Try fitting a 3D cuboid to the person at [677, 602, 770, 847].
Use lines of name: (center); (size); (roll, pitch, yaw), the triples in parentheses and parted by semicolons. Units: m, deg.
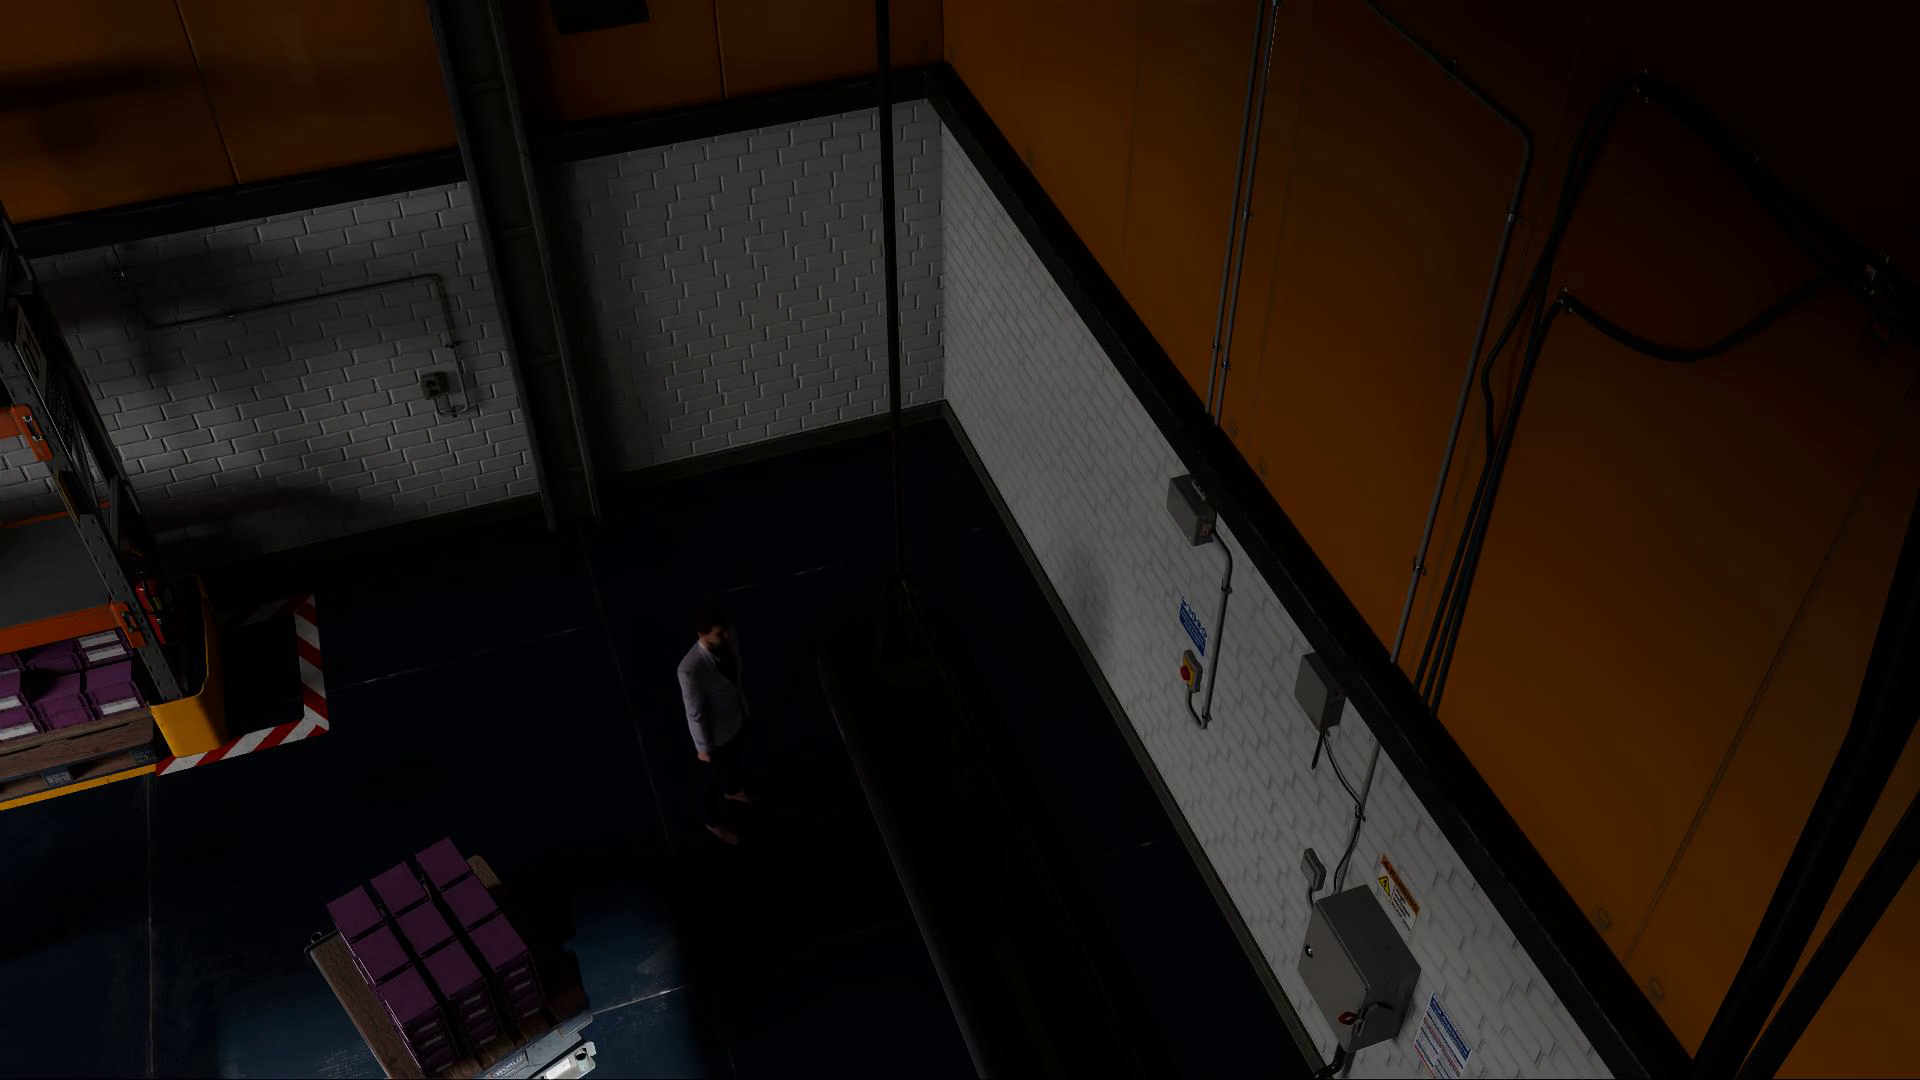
person: (-1.411, 1.024, 9.733); (0.803, 1.848, 0.747); (17, 46, 17)
